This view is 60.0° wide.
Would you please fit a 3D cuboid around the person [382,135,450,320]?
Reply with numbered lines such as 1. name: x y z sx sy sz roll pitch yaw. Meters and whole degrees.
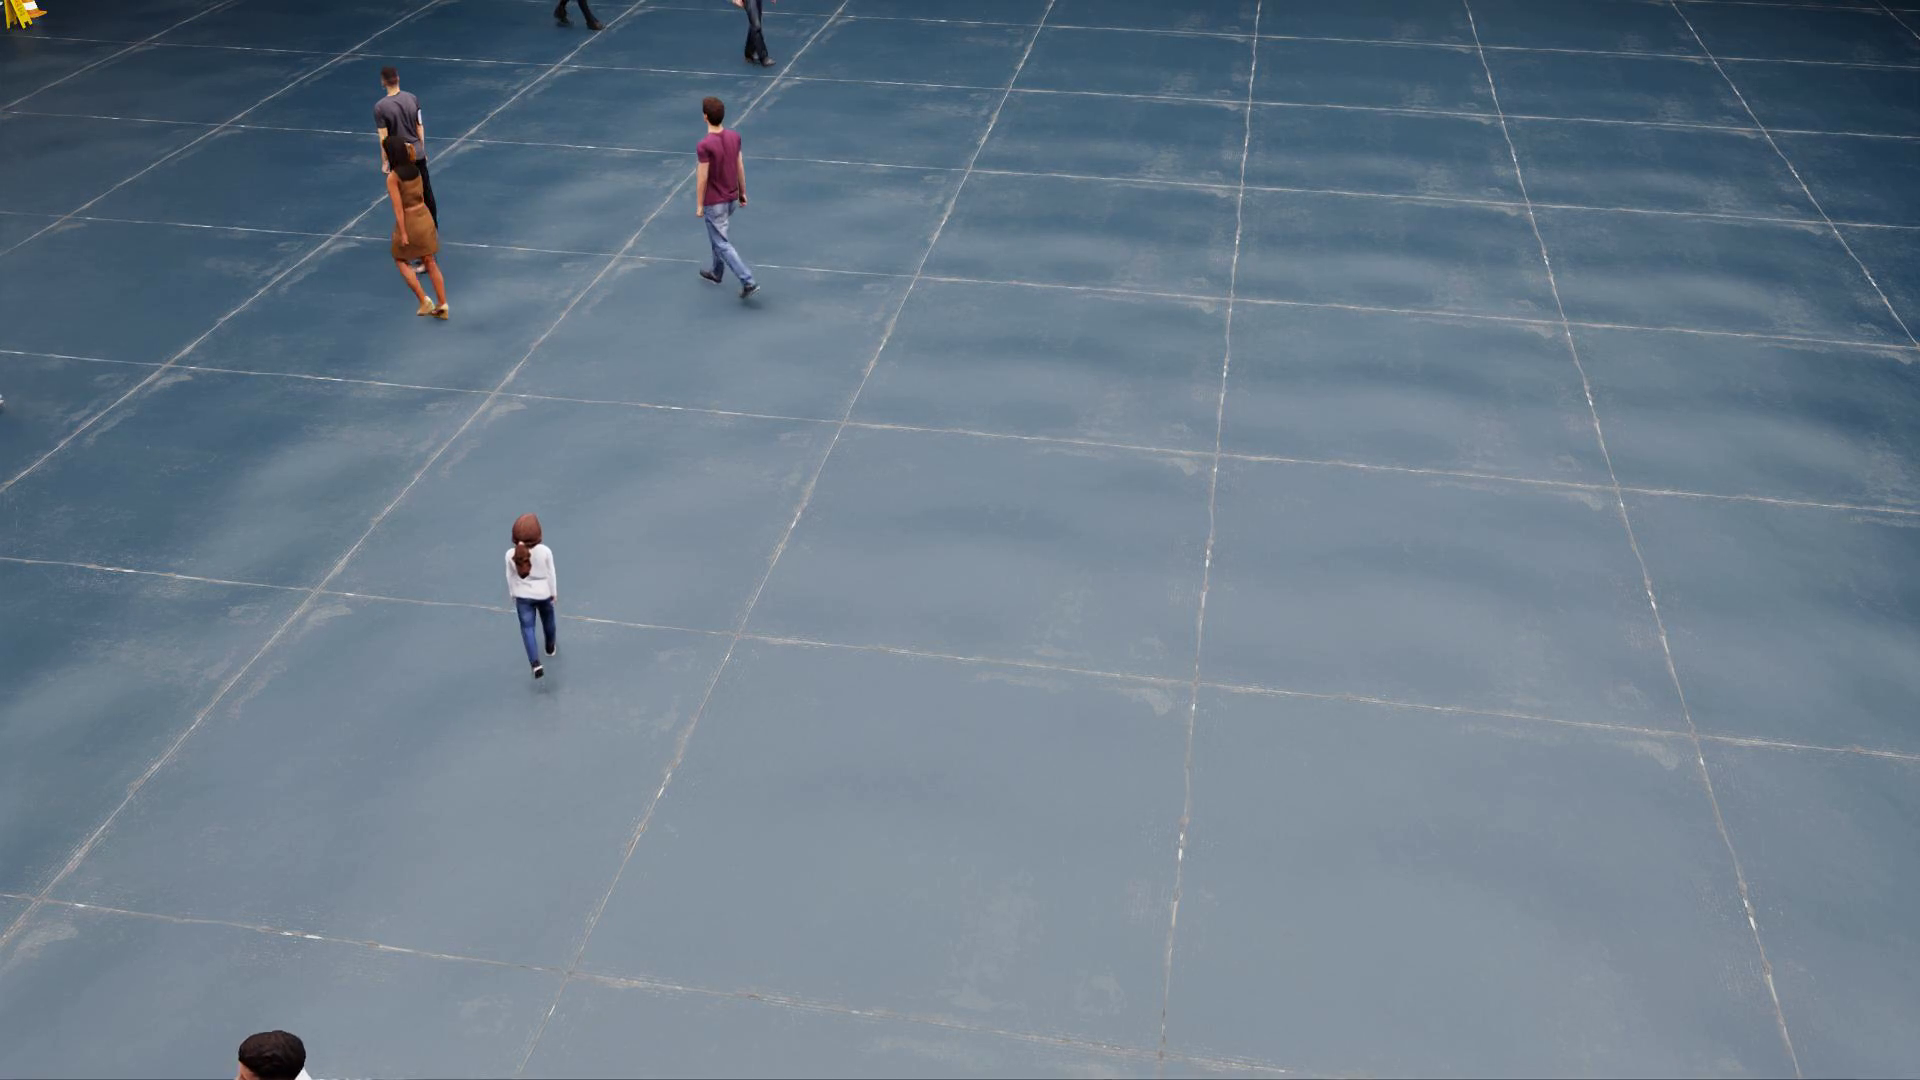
1. person: -4.752 -2.709 14.676 0.698 1.664 0.653 13 34 19

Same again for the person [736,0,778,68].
1. person: -2.722 -7.067 21.456 1.051 1.800 0.926 24 39 32

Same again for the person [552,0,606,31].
1. person: -5.380 -7.918 22.850 1.158 1.752 0.760 11 34 17

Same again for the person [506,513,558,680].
1. person: -2.660 0.348 10.360 0.743 1.098 0.687 -8 33 -12

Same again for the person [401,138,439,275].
1. person: -5.185 -3.184 15.764 0.541 1.305 0.533 -4 32 -6

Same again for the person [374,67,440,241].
1. person: -5.397 -3.730 16.202 0.732 1.761 0.719 26 41 35

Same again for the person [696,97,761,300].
1. person: -2.123 -3.067 15.095 1.245 1.821 1.032 23 39 32
